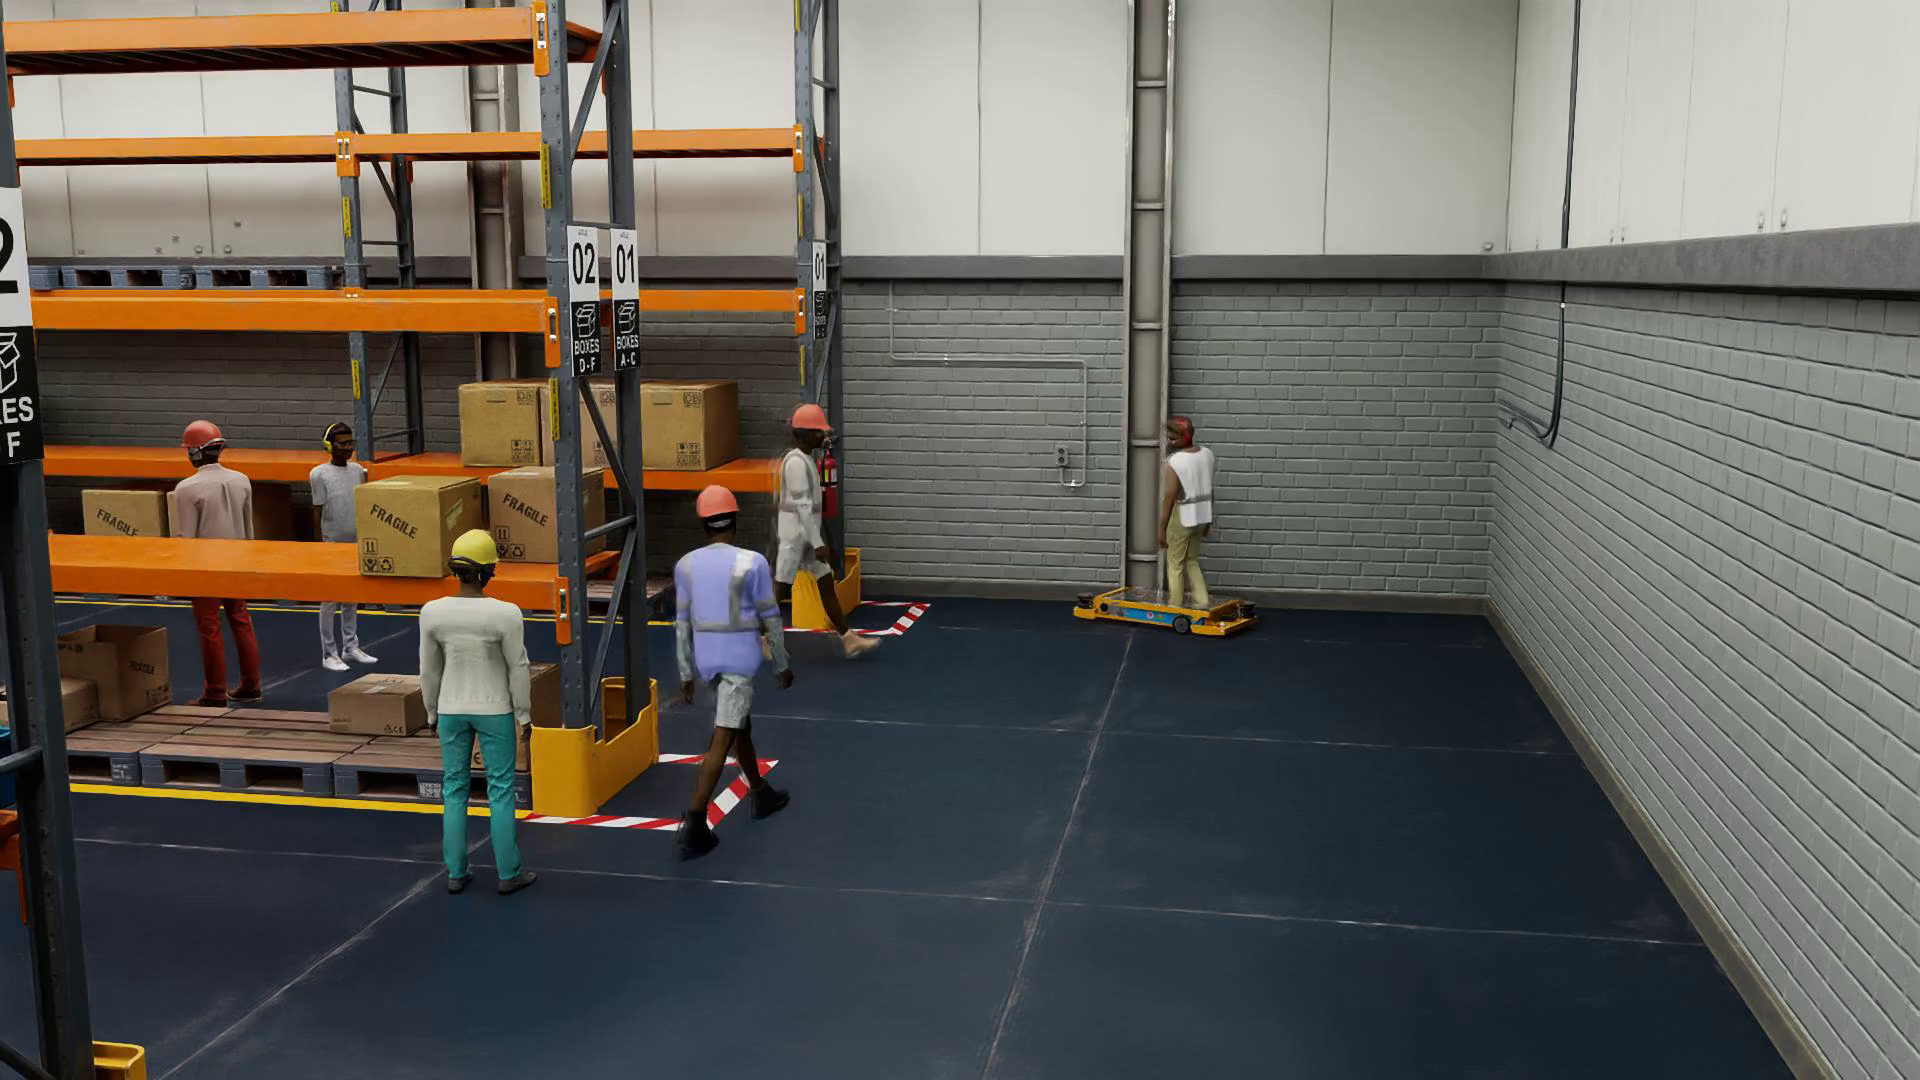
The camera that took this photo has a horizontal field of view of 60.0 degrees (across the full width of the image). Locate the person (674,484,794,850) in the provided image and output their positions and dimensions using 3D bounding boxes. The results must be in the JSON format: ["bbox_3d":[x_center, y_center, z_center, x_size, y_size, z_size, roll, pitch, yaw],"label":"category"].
[{"bbox_3d":[-1.250,0.648,8.785,0.554,1.876,1.020,5,10,28],"label":"person"}]

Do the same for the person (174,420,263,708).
[{"bbox_3d":[-5.088,0.175,11.367,0.401,1.986,0.612,4,10,24],"label":"person"}]

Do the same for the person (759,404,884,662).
[{"bbox_3d":[-1.143,-0.033,12.651,1.063,1.986,0.612,1,9,6],"label":"person"}]

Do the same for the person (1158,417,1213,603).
[{"bbox_3d":[1.854,-0.133,13.863,0.630,1.810,0.511,-8,12,-40],"label":"person"}]

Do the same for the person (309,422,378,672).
[{"bbox_3d":[-4.643,0.044,12.541,0.334,1.873,0.517,4,10,25],"label":"person"}]

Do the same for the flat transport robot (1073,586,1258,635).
[{"bbox_3d":[1.743,0.584,14.135,1.431,0.197,0.652,6,11,34],"label":"flat transport robot"}]

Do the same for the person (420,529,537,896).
[{"bbox_3d":[-2.313,0.827,8.001,0.532,1.767,0.328,1,9,6],"label":"person"}]
